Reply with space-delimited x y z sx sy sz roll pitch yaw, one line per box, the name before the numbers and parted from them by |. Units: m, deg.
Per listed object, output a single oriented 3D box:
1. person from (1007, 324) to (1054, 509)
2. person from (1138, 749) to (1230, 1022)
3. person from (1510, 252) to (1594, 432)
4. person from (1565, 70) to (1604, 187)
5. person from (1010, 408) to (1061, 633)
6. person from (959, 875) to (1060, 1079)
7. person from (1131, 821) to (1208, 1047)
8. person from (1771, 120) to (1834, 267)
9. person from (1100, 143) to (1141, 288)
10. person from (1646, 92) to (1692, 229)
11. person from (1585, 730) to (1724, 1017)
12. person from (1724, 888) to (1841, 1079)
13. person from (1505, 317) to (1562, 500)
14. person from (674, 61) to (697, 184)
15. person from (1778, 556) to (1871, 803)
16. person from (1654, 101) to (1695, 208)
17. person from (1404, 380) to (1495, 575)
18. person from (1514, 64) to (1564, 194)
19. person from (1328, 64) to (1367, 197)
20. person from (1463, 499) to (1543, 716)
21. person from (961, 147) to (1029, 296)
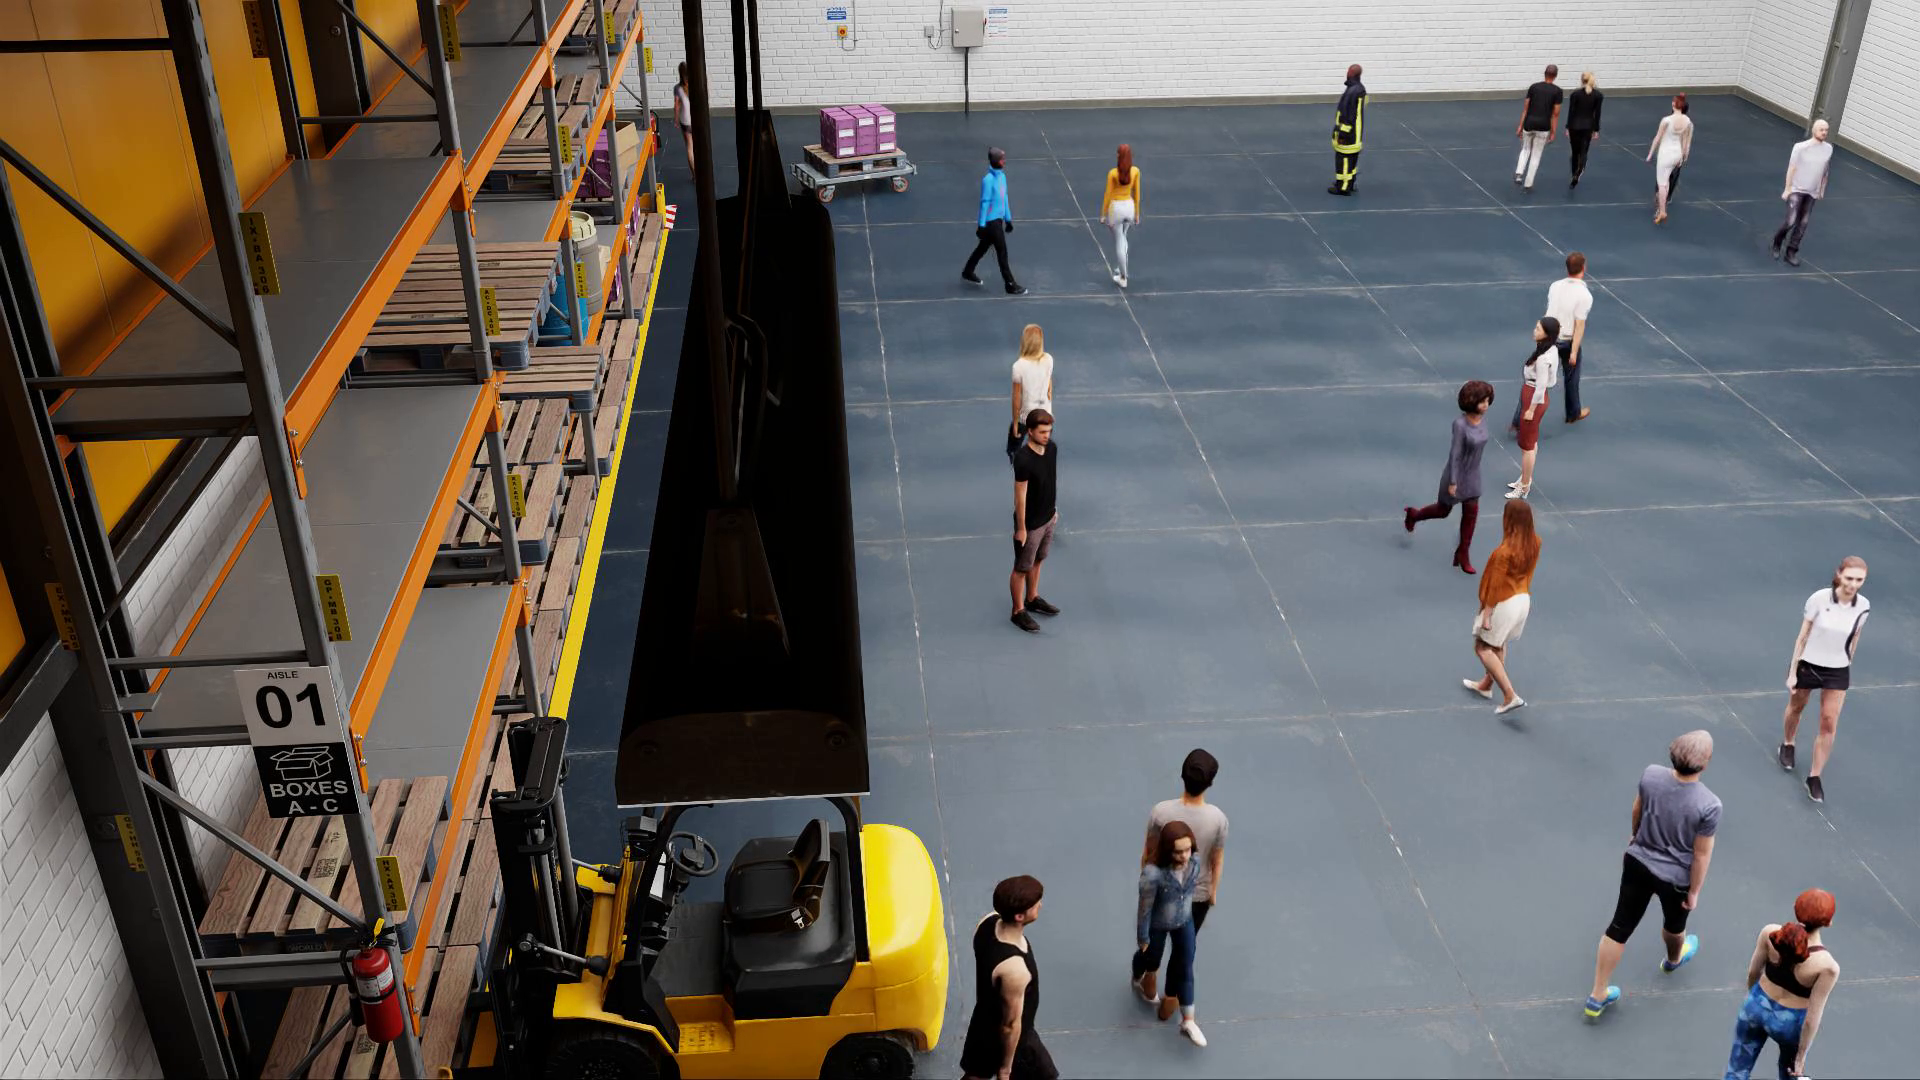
person | 0.695 -1.030 14.779 0.709 1.801 0.749 -13 31 -22
person | 1.218 1.992 9.349 0.732 1.696 0.764 7 29 12
person | 5.800 -1.879 16.343 1.104 1.793 1.298 -14 32 -24
person | 8.816 -5.777 23.607 0.837 1.680 1.011 9 30 16
person | 0.586 -0.197 13.189 0.824 1.861 0.736 18 33 30
person | 0.144 2.464 8.336 0.965 1.837 1.200 -10 30 -18
person | 1.136 2.105 9.410 0.795 1.438 1.026 -14 31 -23
person | 10.564 -4.397 20.925 0.667 1.826 0.671 -1 29 -2
person | 1.990 -3.897 20.106 0.700 1.734 0.796 -13 31 -22
person | 9.475 -5.025 22.123 0.596 1.782 0.654 -6 29 -10
person | 3.877 1.914 9.345 1.184 1.836 1.237 -22 35 -34
person | 4.017 2.523 8.345 1.121 1.724 1.207 -21 35 -34
person | 5.223 -1.202 15.147 0.738 1.750 0.616 12 31 21
person | -3.854 -6.007 23.993 0.720 1.715 0.799 -10 30 -18
person | 5.879 0.847 11.417 0.785 1.726 0.995 9 30 16
person | 9.857 -5.313 23.004 0.850 1.443 0.994 15 32 25
person | 4.151 -0.555 14.026 0.898 1.687 1.108 -18 33 -29
person | 8.133 -5.791 23.531 0.841 1.778 0.892 17 33 29
person | 5.528 -5.832 23.560 0.923 1.822 0.825 15 32 25
person | 3.995 0.510 12.055 0.841 1.706 0.972 -17 33 -29
person | 0.307 -3.821 19.951 1.109 1.748 1.206 14 31 23
